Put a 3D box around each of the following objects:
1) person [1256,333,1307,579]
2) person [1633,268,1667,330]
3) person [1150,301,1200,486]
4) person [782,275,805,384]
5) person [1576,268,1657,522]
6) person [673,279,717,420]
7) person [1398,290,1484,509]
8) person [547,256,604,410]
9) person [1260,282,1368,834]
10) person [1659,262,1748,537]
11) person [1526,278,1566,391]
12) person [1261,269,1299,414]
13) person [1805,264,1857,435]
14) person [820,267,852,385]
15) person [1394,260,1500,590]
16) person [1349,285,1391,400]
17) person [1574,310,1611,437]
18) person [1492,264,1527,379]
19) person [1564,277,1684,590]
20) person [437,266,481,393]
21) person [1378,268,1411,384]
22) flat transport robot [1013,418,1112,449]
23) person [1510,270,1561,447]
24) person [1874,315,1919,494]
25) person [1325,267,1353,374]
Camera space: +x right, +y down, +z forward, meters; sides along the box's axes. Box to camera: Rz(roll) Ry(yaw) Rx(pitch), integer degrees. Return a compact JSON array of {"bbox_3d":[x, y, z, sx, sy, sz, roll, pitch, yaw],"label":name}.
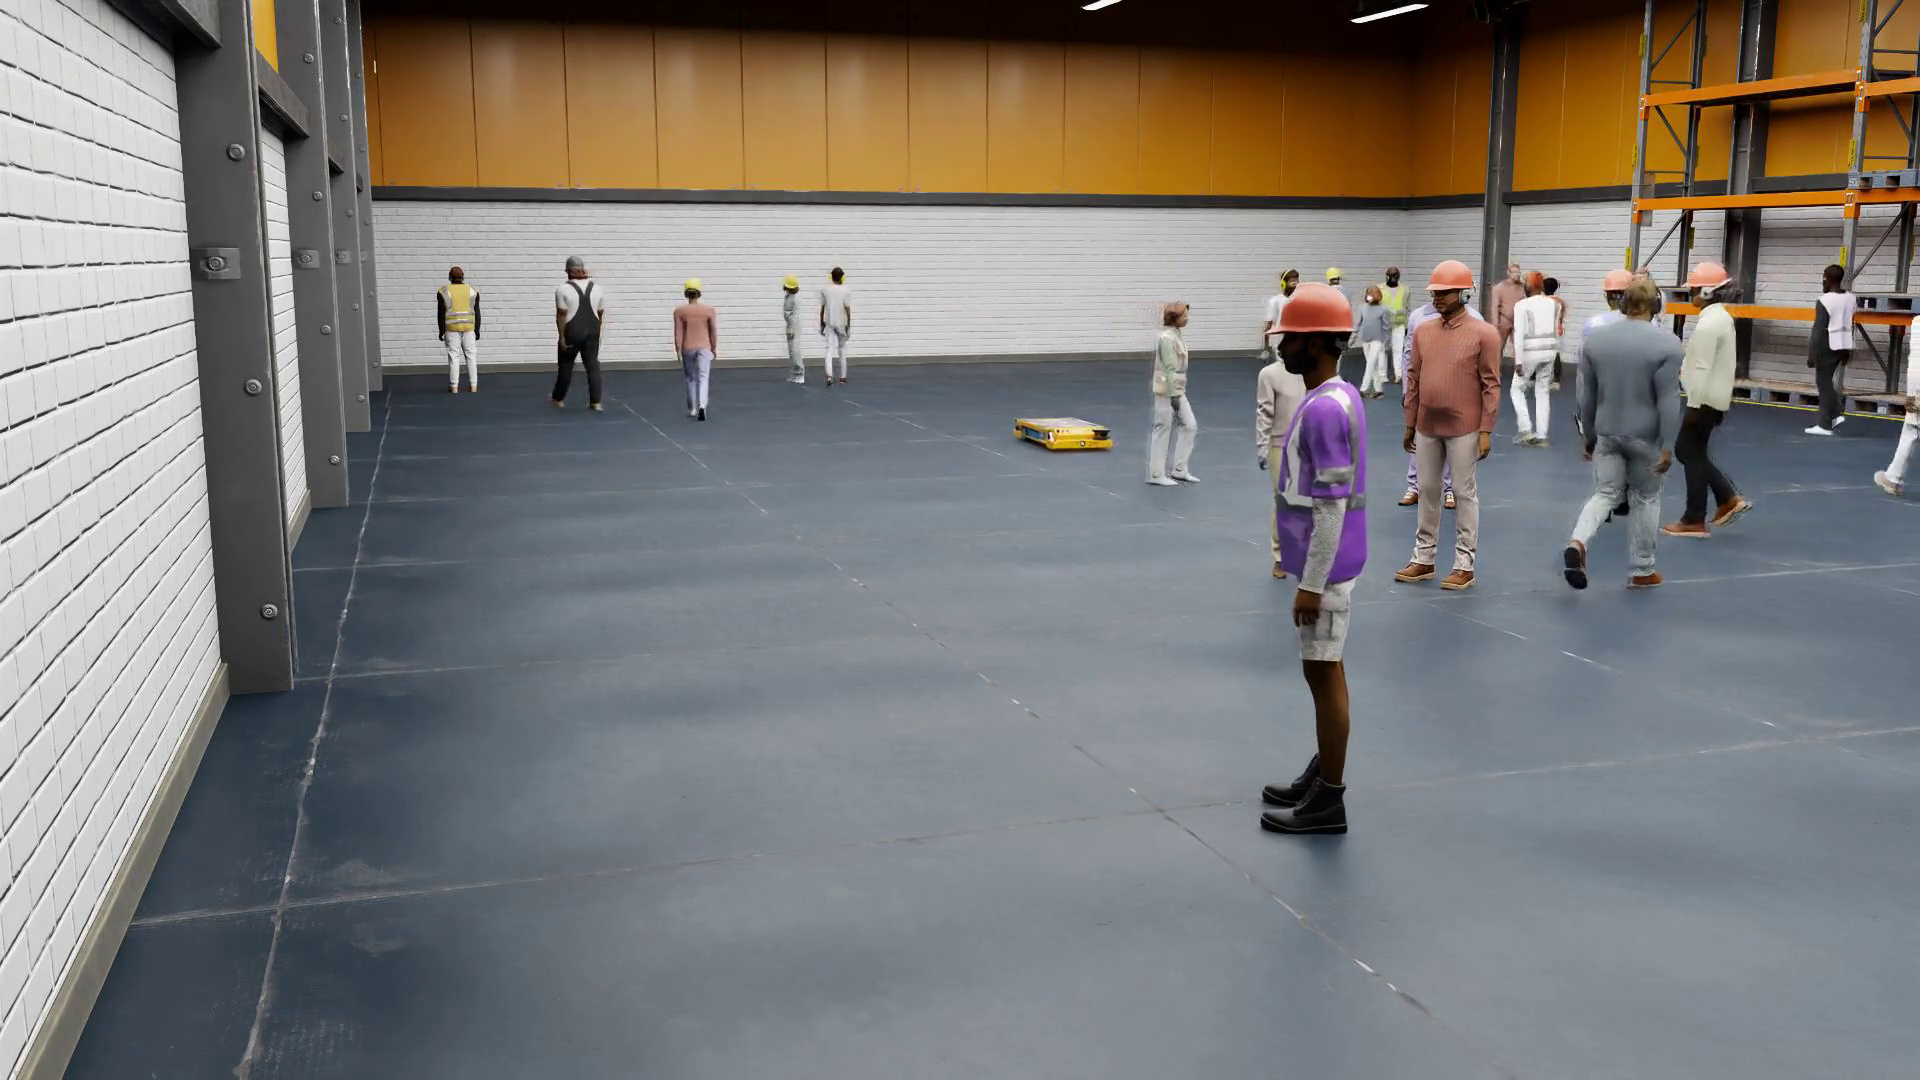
[{"bbox_3d":[2.119,-0.570,10.471,0.532,1.628,0.311,0,10,-2],"label":"person"},{"bbox_3d":[8.862,-2.622,21.766,0.654,1.852,0.710,2,10,12],"label":"person"},{"bbox_3d":[1.912,-1.269,14.520,0.550,1.618,0.552,3,10,19],"label":"person"},{"bbox_3d":[-2.661,-3.307,26.140,0.324,1.699,0.622,-4,11,-23],"label":"person"},{"bbox_3d":[4.977,-1.094,12.648,0.573,1.924,0.397,2,10,11],"label":"person"},{"bbox_3d":[-3.255,-2.351,20.495,0.521,1.731,0.857,-1,10,-7],"label":"person"},{"bbox_3d":[3.842,-1.203,13.335,0.638,1.910,0.407,6,11,30],"label":"person"},{"bbox_3d":[-5.031,-2.720,21.732,0.694,2.000,0.952,-8,13,-38],"label":"person"},{"bbox_3d":[1.241,0.073,5.857,0.377,1.938,0.547,3,10,15],"label":"person"},{"bbox_3d":[5.344,-0.994,11.920,0.466,1.982,0.617,6,11,29],"label":"person"},{"bbox_3d":[8.694,-3.059,24.763,0.559,1.665,0.780,-4,11,-23],"label":"person"},{"bbox_3d":[3.842,-2.245,19.543,0.537,1.847,0.491,-8,13,-38],"label":"person"},{"bbox_3d":[9.768,-2.131,18.693,0.616,1.907,0.454,-6,11,-30],"label":"person"},{"bbox_3d":[-1.947,-3.323,25.857,0.540,1.831,0.952,1,10,5],"label":"person"},{"bbox_3d":[2.969,-0.697,10.152,0.390,1.992,0.624,-8,13,-40],"label":"person"},{"bbox_3d":[5.703,-2.741,23.162,0.870,1.590,0.515,-8,13,-39],"label":"person"},{"bbox_3d":[6.819,-1.850,17.524,0.532,1.742,0.639,-8,13,-38],"label":"person"},{"bbox_3d":[8.829,-3.471,26.606,0.667,1.851,1.011,-2,10,-9],"label":"person"},{"bbox_3d":[3.960,-0.615,9.941,0.802,1.908,0.637,-8,13,-40],"label":"person"},{"bbox_3d":[-7.333,-3.073,24.350,0.633,1.843,0.429,-6,12,-32],"label":"person"},{"bbox_3d":[6.731,-3.332,25.947,0.654,1.801,0.934,1,10,4],"label":"person"},{"bbox_3d":[1.082,-1.153,17.779,0.652,0.197,1.431,-3,10,-14],"label":"flat transport robot"},{"bbox_3d":[6.070,-1.907,17.555,0.581,1.862,0.487,-3,10,-15],"label":"person"},{"bbox_3d":[8.024,-1.245,13.743,0.610,1.840,0.944,0,10,0],"label":"person"},{"bbox_3d":[5.737,-3.304,25.759,0.618,1.810,0.591,-3,10,-14],"label":"person"}]
